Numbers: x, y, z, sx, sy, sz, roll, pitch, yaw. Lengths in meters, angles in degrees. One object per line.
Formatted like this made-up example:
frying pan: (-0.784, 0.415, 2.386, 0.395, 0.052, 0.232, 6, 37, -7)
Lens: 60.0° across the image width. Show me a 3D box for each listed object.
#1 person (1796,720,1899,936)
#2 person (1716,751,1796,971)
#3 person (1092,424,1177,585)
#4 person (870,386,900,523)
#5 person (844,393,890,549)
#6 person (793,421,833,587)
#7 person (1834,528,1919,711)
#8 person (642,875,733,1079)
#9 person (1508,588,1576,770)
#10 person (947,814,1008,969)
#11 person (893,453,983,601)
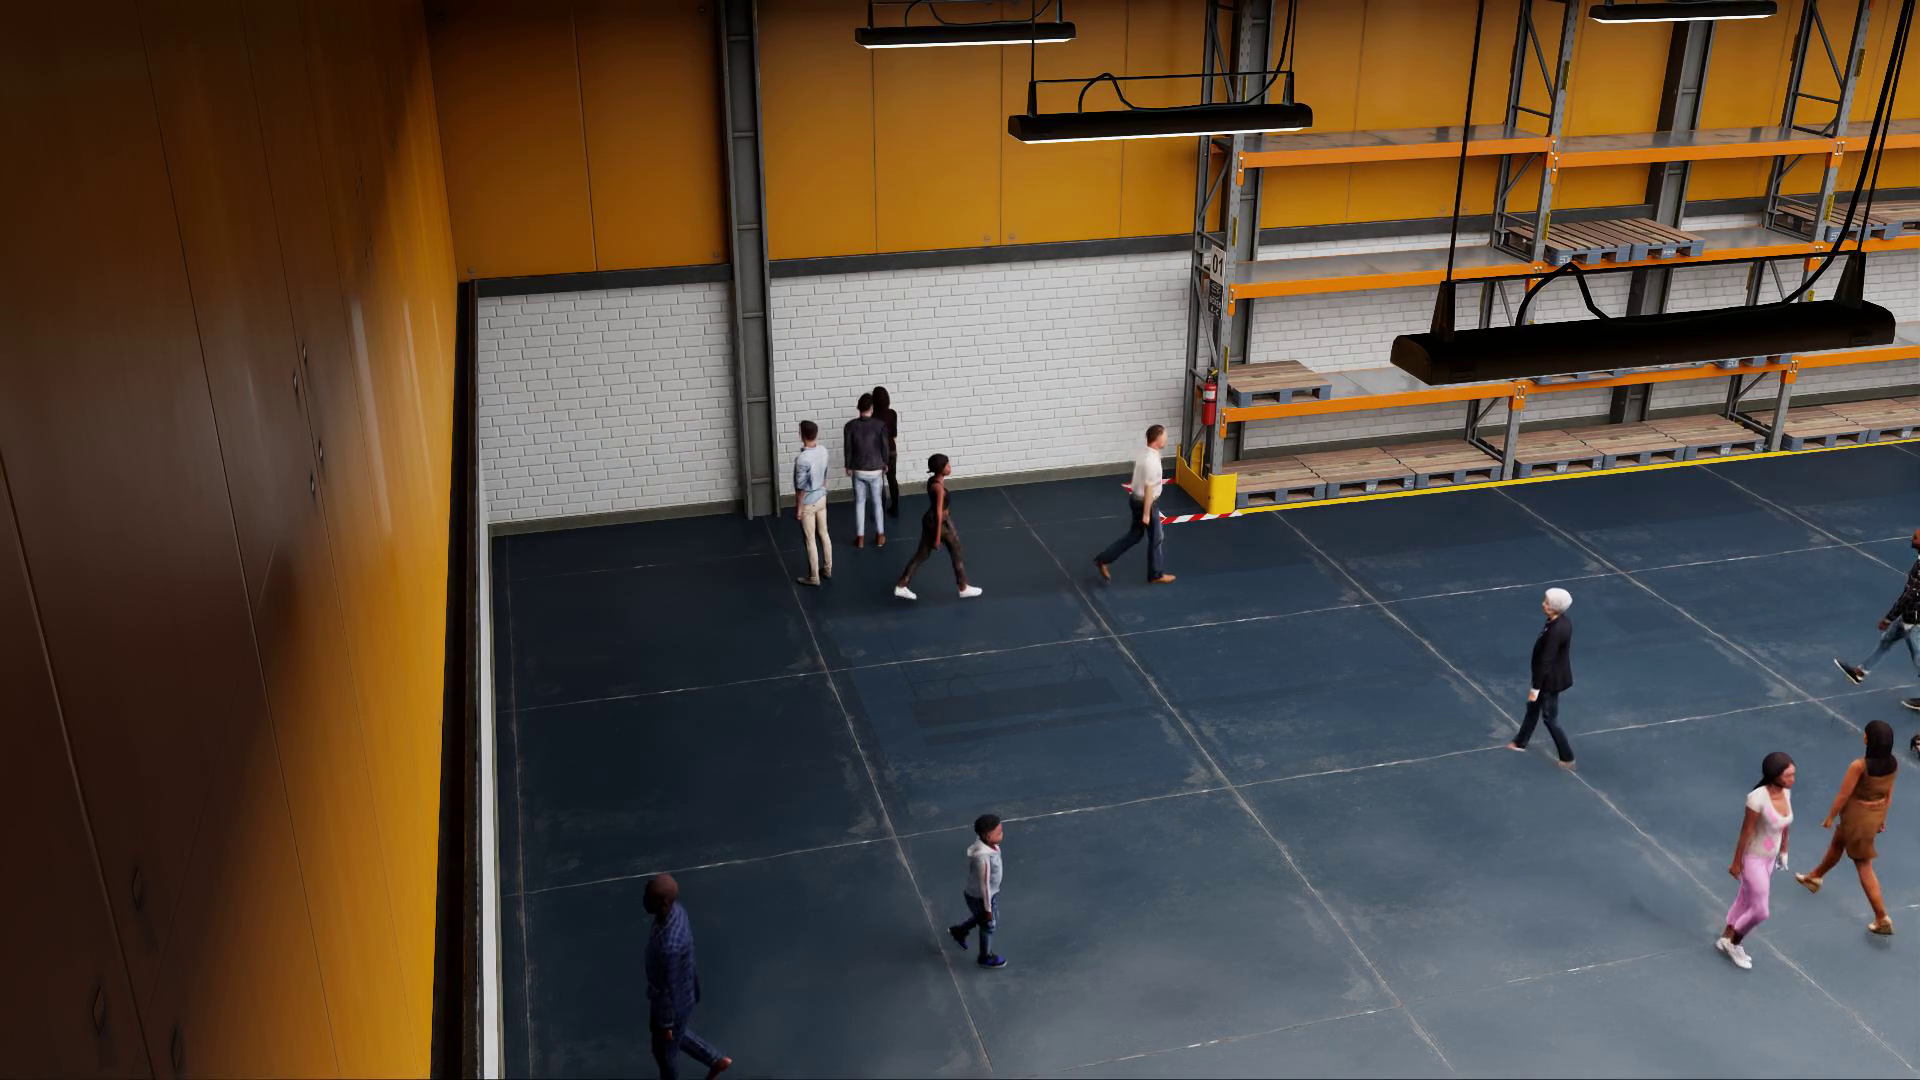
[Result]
person: (6.762, 2.162, 12.361, 1.079, 1.642, 0.723, -9, 25, -20)
person: (5.678, 2.266, 12.009, 0.641, 1.732, 0.750, -15, 28, -30)
person: (1.879, -0.349, 17.897, 1.219, 1.809, 0.864, 1, 24, 2)
person: (-0.897, -1.021, 19.645, 0.592, 1.641, 0.719, -19, 30, -37)
person: (-1.051, -0.791, 18.874, 0.539, 1.837, 0.751, -2, 24, -5)
person: (-1.601, -0.408, 17.986, 0.784, 1.846, 0.700, 16, 28, 32)
person: (8.942, 0.777, 15.372, 1.176, 1.769, 1.208, 18, 30, 36)
person: (-1.764, 2.866, 10.546, 0.893, 1.806, 0.719, -4, 24, -8)
person: (5.248, 1.269, 14.541, 1.067, 1.771, 1.084, 12, 26, 25)
person: (0.107, 2.527, 12.024, 0.759, 1.243, 0.644, 4, 24, 9)
person: (-0.331, -0.096, 17.510, 1.164, 1.656, 0.558, -6, 24, -13)
